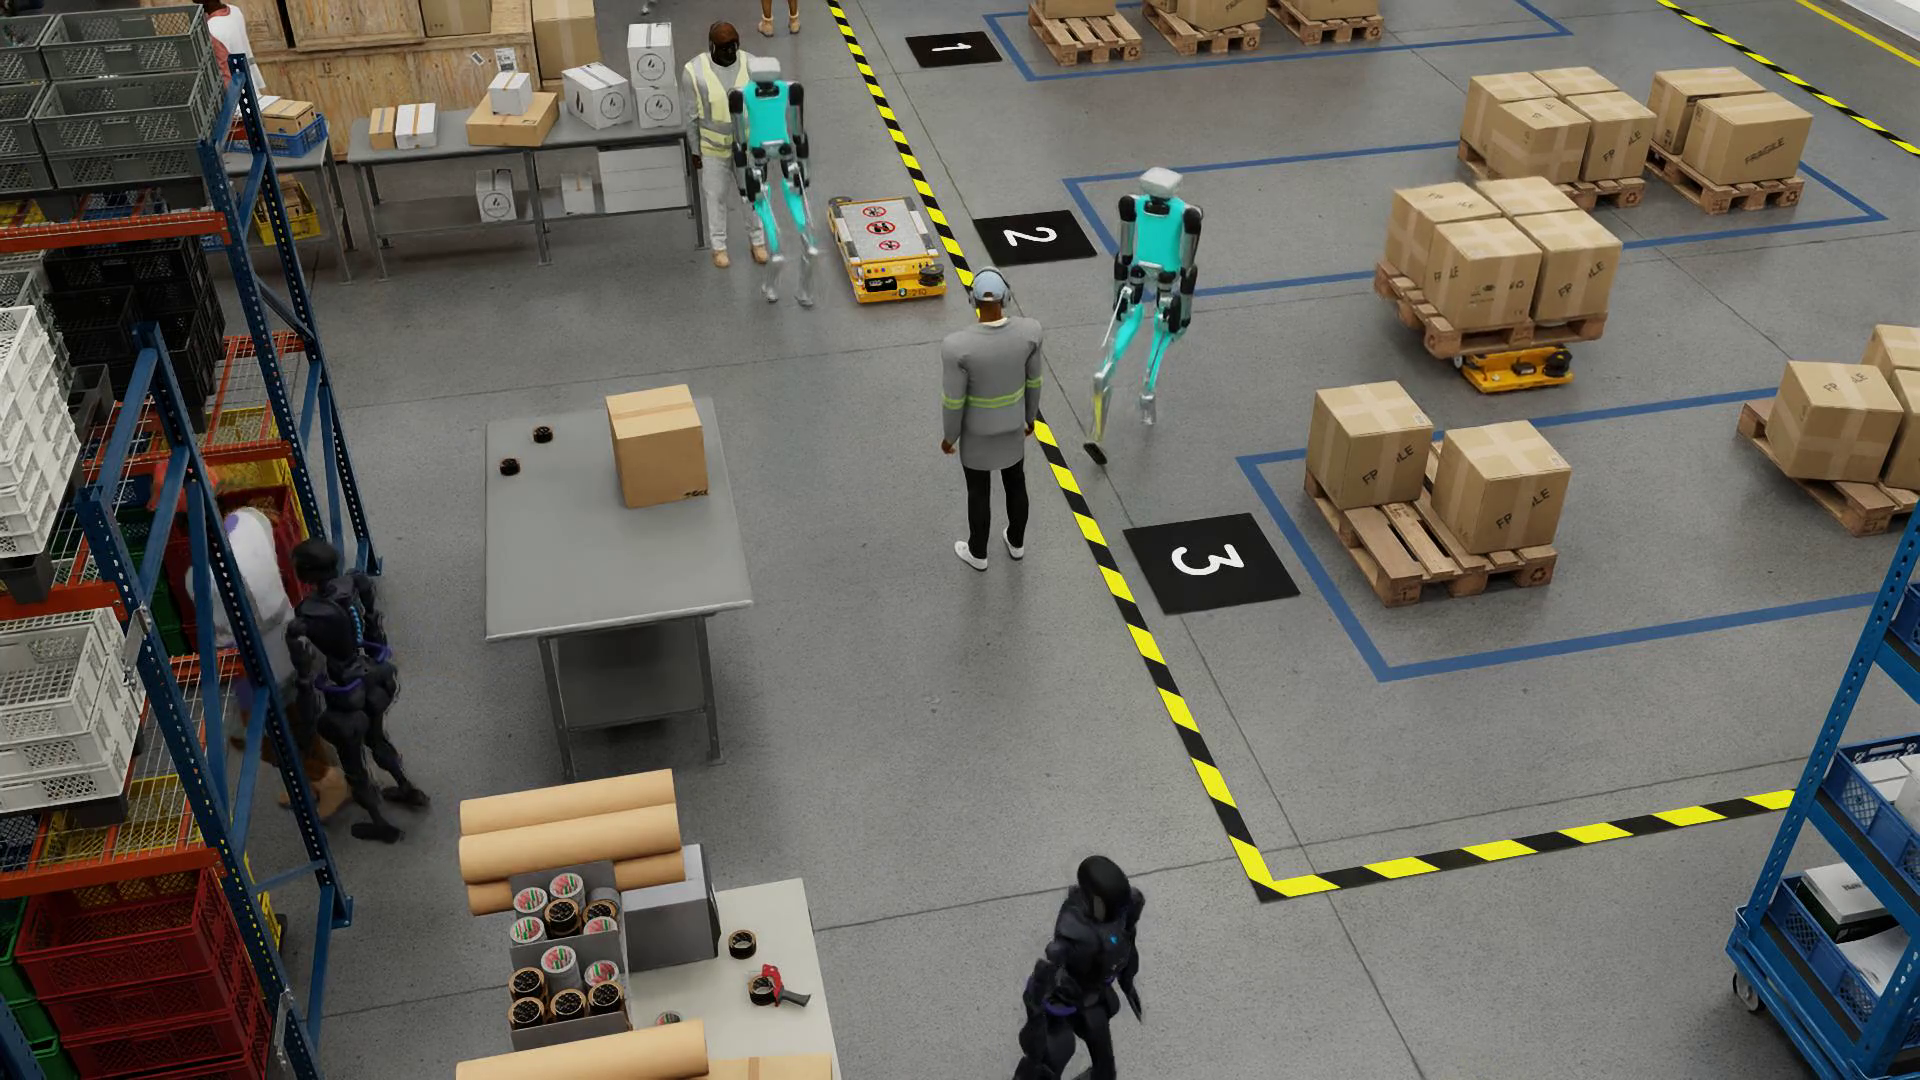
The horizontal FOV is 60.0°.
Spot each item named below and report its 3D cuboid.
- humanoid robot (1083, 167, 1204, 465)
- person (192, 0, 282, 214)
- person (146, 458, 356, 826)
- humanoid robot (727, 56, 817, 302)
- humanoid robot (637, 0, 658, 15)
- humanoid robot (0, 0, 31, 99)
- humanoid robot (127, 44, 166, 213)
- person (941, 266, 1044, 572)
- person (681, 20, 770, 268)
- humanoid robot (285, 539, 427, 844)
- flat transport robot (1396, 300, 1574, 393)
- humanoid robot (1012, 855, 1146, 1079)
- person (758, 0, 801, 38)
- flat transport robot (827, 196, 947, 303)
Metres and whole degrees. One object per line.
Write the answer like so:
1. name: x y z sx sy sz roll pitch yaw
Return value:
1. humanoid robot: 1.028 -1.259 10.055 0.552 1.769 1.008 18 40 23
2. person: -5.523 -3.405 12.748 0.378 1.917 0.598 -4 37 -5
3. person: -3.144 0.511 7.404 0.516 2.016 0.672 0 37 0
4. humanoid robot: -1.250 -2.438 11.515 0.534 1.699 0.724 -11 38 -15
5. humanoid robot: -3.135 -5.993 16.425 0.546 1.770 1.038 -4 37 -6
6. humanoid robot: -8.245 -4.383 14.246 0.551 1.803 0.904 -9 38 -12
7. humanoid robot: -5.948 -2.974 12.411 0.758 1.624 0.602 -13 38 -16
8. person: 0.163 -0.656 9.112 0.587 1.849 0.396 -13 39 -17
9. person: -1.666 -2.872 12.105 0.622 1.837 0.429 -11 38 -14
10. humanoid robot: -2.744 0.683 7.451 0.336 1.656 0.584 12 38 15
11. flat transport robot: 3.609 -1.489 11.532 0.652 0.197 1.431 -8 37 -10
12. humanoid robot: 0.407 1.713 6.078 0.609 1.632 0.410 -30 46 -34
13. person: -1.814 -5.870 15.967 0.604 2.033 0.388 -9 38 -12
14. flat transport robot: -0.570 -2.220 12.538 0.659 0.231 1.431 -8 37 -10
